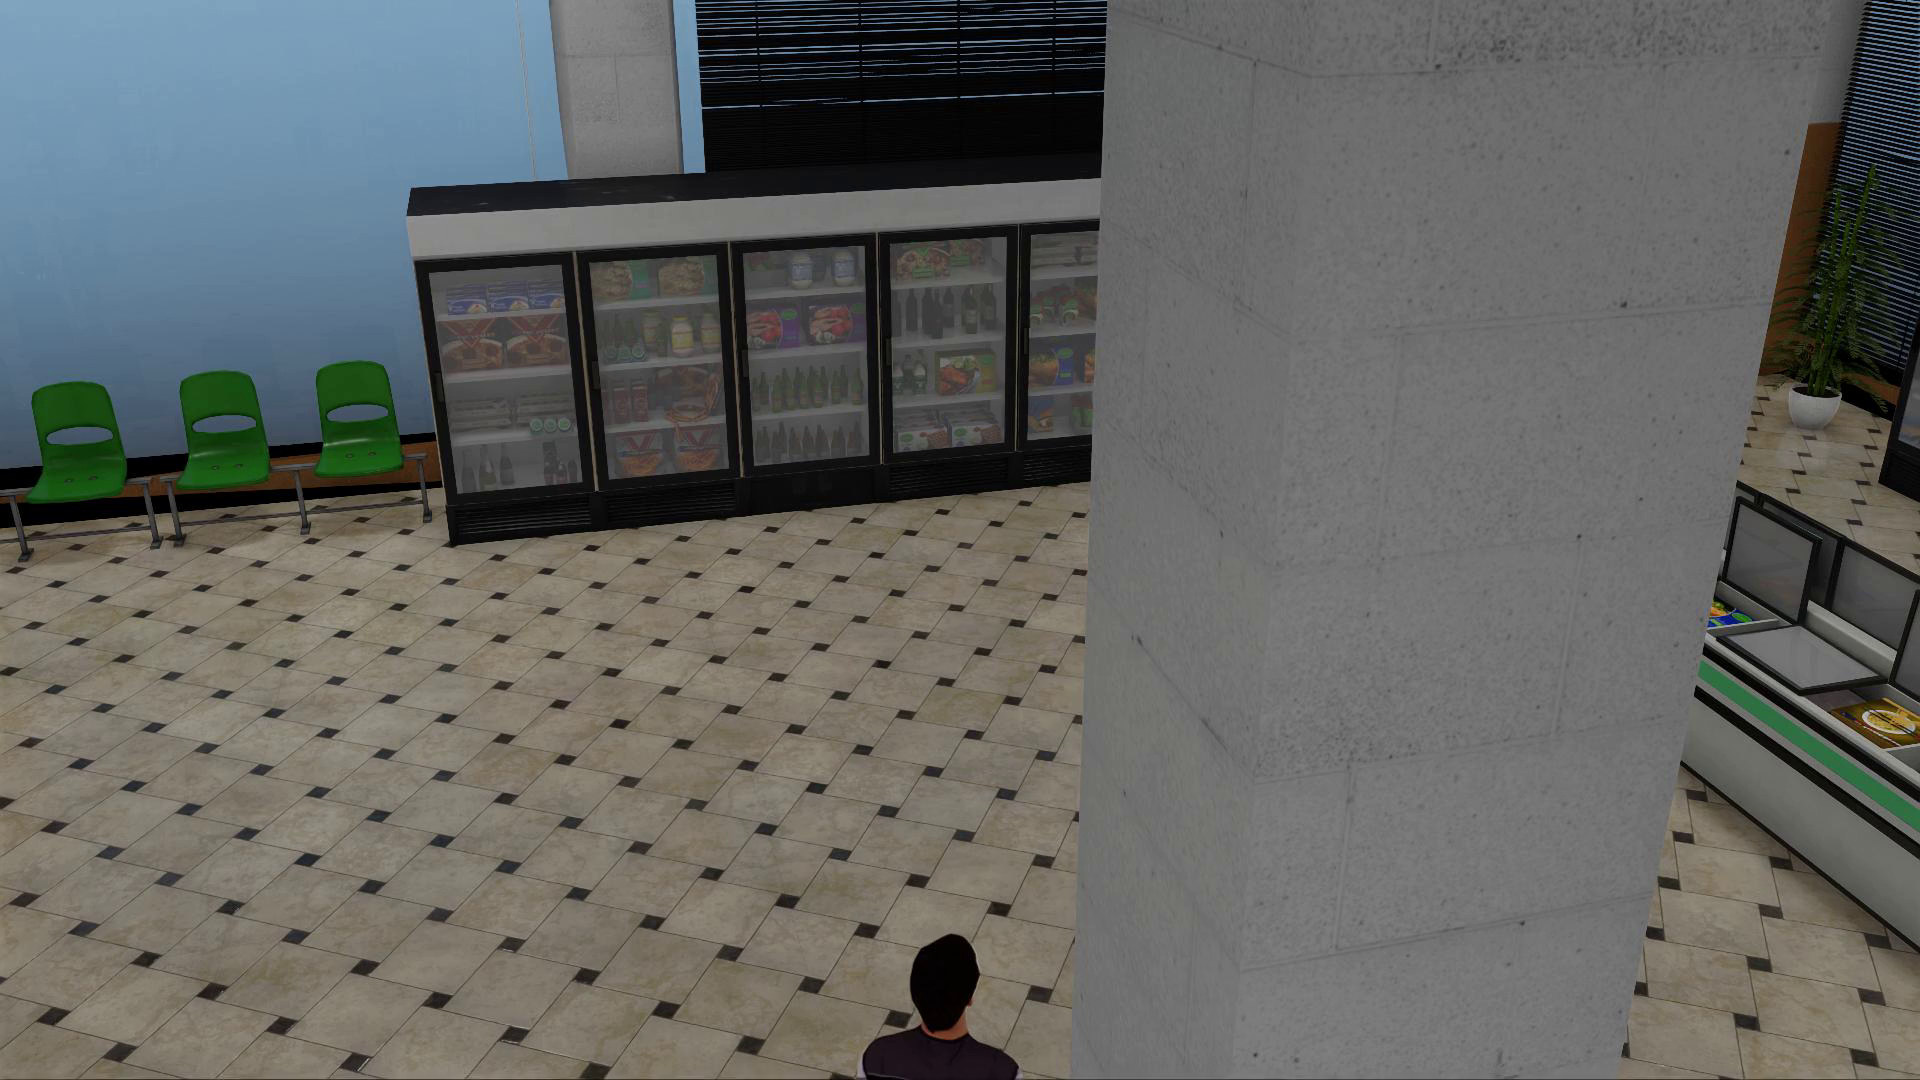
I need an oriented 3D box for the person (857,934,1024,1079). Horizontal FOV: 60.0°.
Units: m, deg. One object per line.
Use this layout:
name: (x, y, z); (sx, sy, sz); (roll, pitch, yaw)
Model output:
person: (-0.047, 1.950, 4.842); (0.741, 1.848, 0.732); (4, 24, 9)
